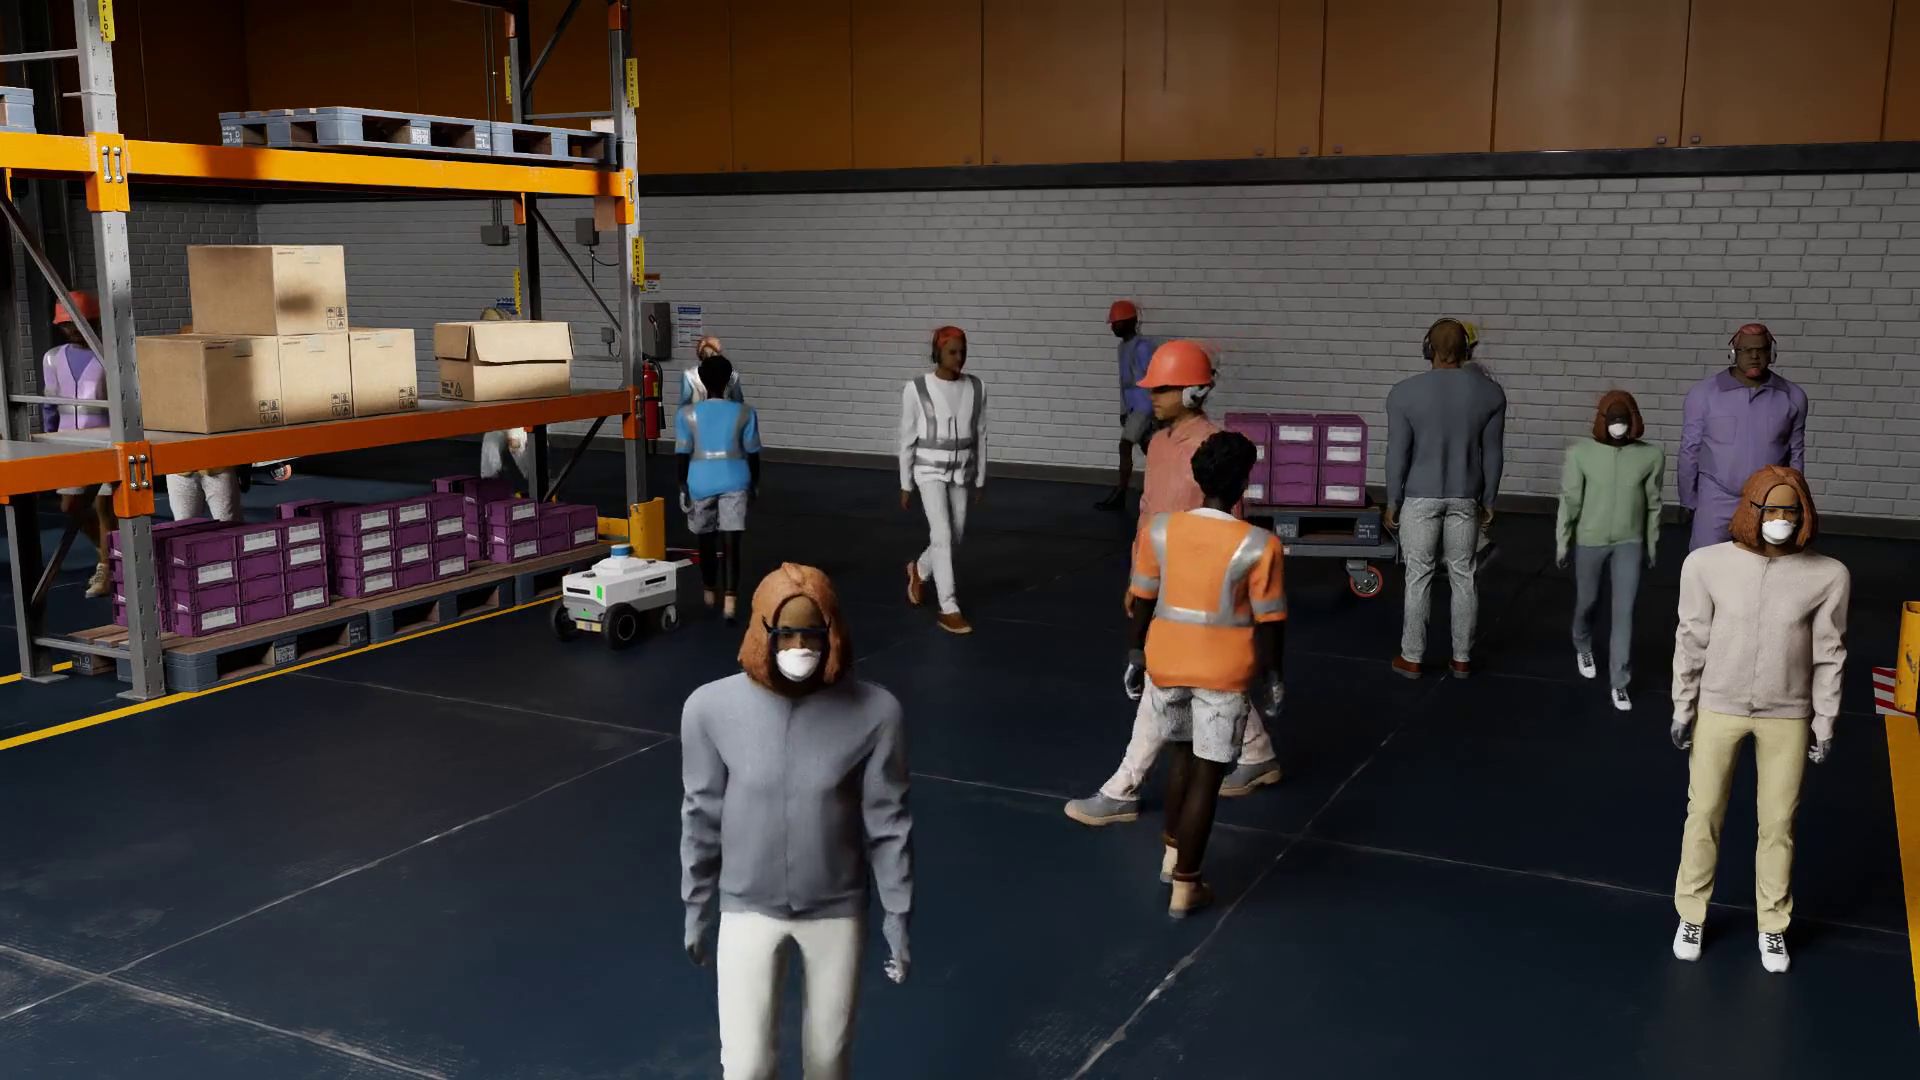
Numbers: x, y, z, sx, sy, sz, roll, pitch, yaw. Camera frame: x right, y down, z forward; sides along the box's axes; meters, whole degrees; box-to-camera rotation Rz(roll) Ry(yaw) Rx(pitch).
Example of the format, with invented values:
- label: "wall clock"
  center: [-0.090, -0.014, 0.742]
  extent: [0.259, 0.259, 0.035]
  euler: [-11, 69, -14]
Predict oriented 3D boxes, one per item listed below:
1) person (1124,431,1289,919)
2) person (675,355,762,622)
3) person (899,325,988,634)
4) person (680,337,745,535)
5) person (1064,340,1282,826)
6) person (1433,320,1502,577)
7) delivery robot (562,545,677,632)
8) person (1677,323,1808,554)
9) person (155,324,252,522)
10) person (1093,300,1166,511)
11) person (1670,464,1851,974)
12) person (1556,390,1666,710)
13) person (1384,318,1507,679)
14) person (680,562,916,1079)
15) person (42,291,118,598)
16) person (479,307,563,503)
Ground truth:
- label: "person"
  center: [0.876, 0.456, 5.763]
  extent: [0.568, 1.673, 0.527]
  euler: [7, 12, 34]
- label: "person"
  center: [-1.502, -0.327, 10.400]
  extent: [0.540, 1.651, 0.872]
  euler: [-1, 10, -9]
- label: "person"
  center: [-0.139, -0.396, 10.239]
  extent: [0.588, 1.859, 0.835]
  euler: [-6, 11, -29]
- label: "person"
  center: [-1.958, -0.838, 13.502]
  extent: [0.581, 1.595, 0.798]
  euler: [-7, 12, -36]
- label: "person"
  center: [0.932, 0.157, 6.768]
  extent: [1.044, 1.942, 0.648]
  euler: [-3, 10, -19]
- label: "person"
  center: [3.493, -0.611, 11.545]
  extent: [0.501, 1.818, 0.619]
  euler: [6, 11, 30]
- label: "delivery robot"
  center: [-2.005, 0.271, 9.833]
  extent: [0.477, 0.478, 0.707]
  euler: [6, 11, 31]
- label: "person"
  center: [4.201, -0.207, 8.962]
  extent: [0.640, 1.909, 0.409]
  euler: [2, 10, 11]
- label: "person"
  center: [-4.851, -0.461, 10.649]
  extent: [0.632, 1.835, 0.429]
  euler: [-1, 10, -3]
- label: "person"
  center: [1.675, -1.203, 14.815]
  extent: [0.957, 1.883, 0.567]
  euler: [-3, 10, -15]
- label: "person"
  center: [2.530, 0.566, 5.304]
  extent: [0.497, 1.629, 0.277]
  euler: [4, 10, 20]
- label: "person"
  center: [3.357, 0.012, 8.641]
  extent: [0.514, 1.603, 0.831]
  euler: [2, 10, 14]
- label: "person"
  center: [2.572, -0.213, 8.905]
  extent: [0.632, 1.940, 0.372]
  euler: [0, 10, 1]
- label: "person"
  center: [-0.354, 0.847, 3.656]
  extent: [0.518, 1.615, 0.408]
  euler: [-1, 10, -6]
- label: "person"
  center: [-5.788, -0.635, 11.091]
  extent: [0.614, 2.033, 0.531]
  euler: [0, 10, 2]
- label: "person"
  center: [-3.556, -0.904, 13.159]
  extent: [1.028, 1.872, 0.663]
  euler: [-7, 12, -37]
